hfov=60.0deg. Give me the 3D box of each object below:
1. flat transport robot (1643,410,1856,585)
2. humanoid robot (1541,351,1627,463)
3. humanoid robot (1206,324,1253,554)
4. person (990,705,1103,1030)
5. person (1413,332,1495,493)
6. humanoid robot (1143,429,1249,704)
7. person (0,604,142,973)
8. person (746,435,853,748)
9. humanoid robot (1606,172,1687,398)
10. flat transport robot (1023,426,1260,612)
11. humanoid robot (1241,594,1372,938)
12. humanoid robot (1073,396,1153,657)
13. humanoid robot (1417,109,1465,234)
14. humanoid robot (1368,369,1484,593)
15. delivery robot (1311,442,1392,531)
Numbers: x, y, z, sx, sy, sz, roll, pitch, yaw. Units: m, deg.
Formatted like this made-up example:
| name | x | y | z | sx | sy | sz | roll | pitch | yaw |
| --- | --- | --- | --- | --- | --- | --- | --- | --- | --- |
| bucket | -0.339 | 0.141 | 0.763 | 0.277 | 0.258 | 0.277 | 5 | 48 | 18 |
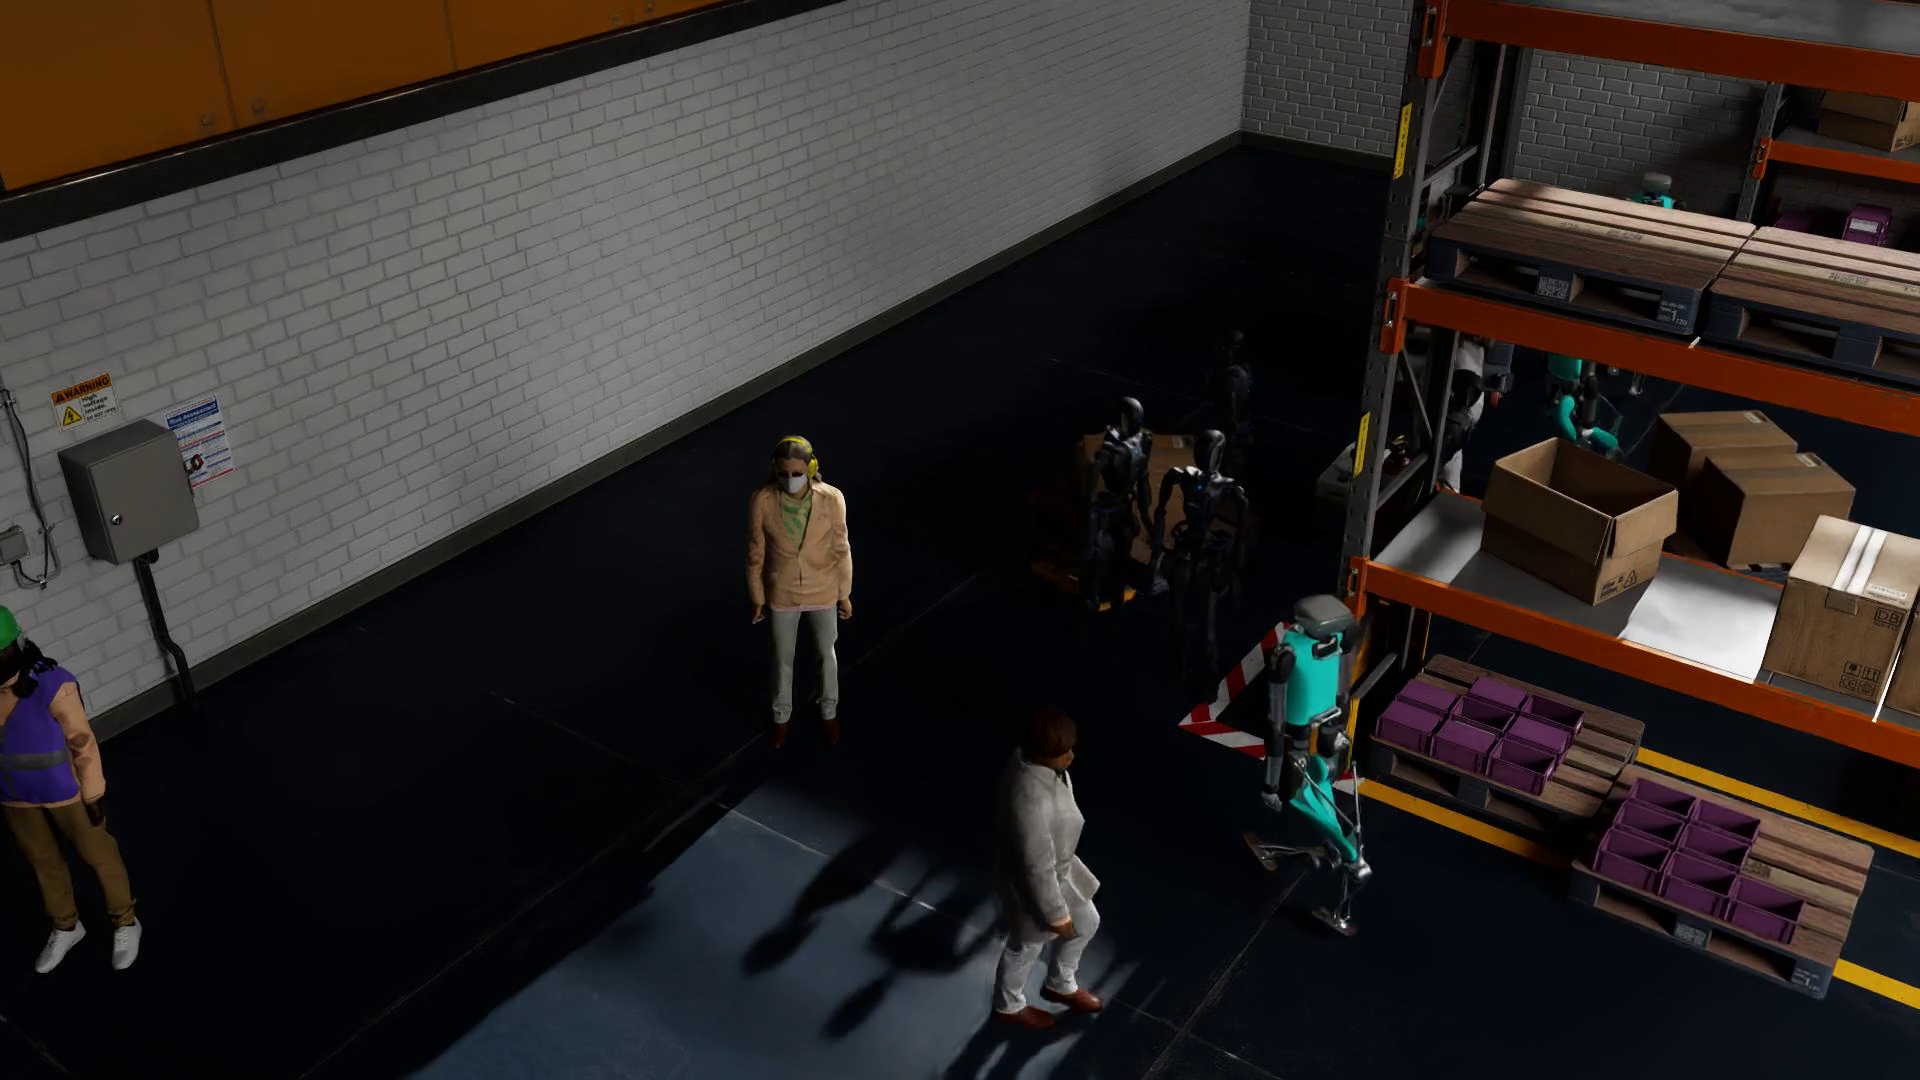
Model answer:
| name | x | y | z | sx | sy | sz | roll | pitch | yaw |
| --- | --- | --- | --- | --- | --- | --- | --- | --- | --- |
| flat transport robot | 4.890 | 0.146 | 10.786 | 1.431 | 0.231 | 0.659 | -2 | 30 | -4 |
| humanoid robot | 4.218 | -0.904 | 11.144 | 0.780 | 1.763 | 0.530 | -9 | 31 | -15 |
| humanoid robot | 1.718 | -0.627 | 10.723 | 0.328 | 1.644 | 0.613 | 2 | 30 | 3 |
| person | 0.399 | 1.435 | 7.008 | 0.631 | 1.812 | 0.517 | 7 | 31 | 13 |
| person | 3.010 | -0.679 | 10.630 | 0.634 | 1.873 | 0.676 | 3 | 30 | 5 |
| humanoid robot | 1.334 | 0.138 | 9.383 | 0.603 | 1.647 | 0.355 | 16 | 34 | 26 |
| person | -4.103 | 1.103 | 7.460 | 0.539 | 1.933 | 0.406 | -1 | 30 | -2 |
| person | -0.857 | 0.272 | 8.962 | 0.566 | 1.875 | 0.390 | -3 | 30 | -5 |
| humanoid robot | 5.271 | -1.886 | 12.892 | 0.537 | 1.763 | 1.028 | 6 | 30 | 10 |
| flat transport robot | 1.214 | 0.041 | 10.969 | 1.431 | 0.231 | 0.659 | -23 | 37 | -34 |
| humanoid robot | 1.707 | 1.105 | 7.668 | 0.547 | 1.738 | 1.033 | -21 | 36 | -32 |
| humanoid robot | 0.907 | -0.094 | 9.796 | 0.608 | 1.660 | 0.318 | -26 | 39 | -38 |
| humanoid robot | 4.237 | -3.023 | 14.795 | 0.886 | 1.748 | 0.558 | 19 | 35 | 30 |
| humanoid robot | 2.892 | -0.330 | 10.220 | 0.610 | 1.623 | 0.611 | 13 | 32 | 21 |
| delivery robot | 2.712 | -0.378 | 11.426 | 0.499 | 0.612 | 0.814 | 17 | 34 | 27 |
